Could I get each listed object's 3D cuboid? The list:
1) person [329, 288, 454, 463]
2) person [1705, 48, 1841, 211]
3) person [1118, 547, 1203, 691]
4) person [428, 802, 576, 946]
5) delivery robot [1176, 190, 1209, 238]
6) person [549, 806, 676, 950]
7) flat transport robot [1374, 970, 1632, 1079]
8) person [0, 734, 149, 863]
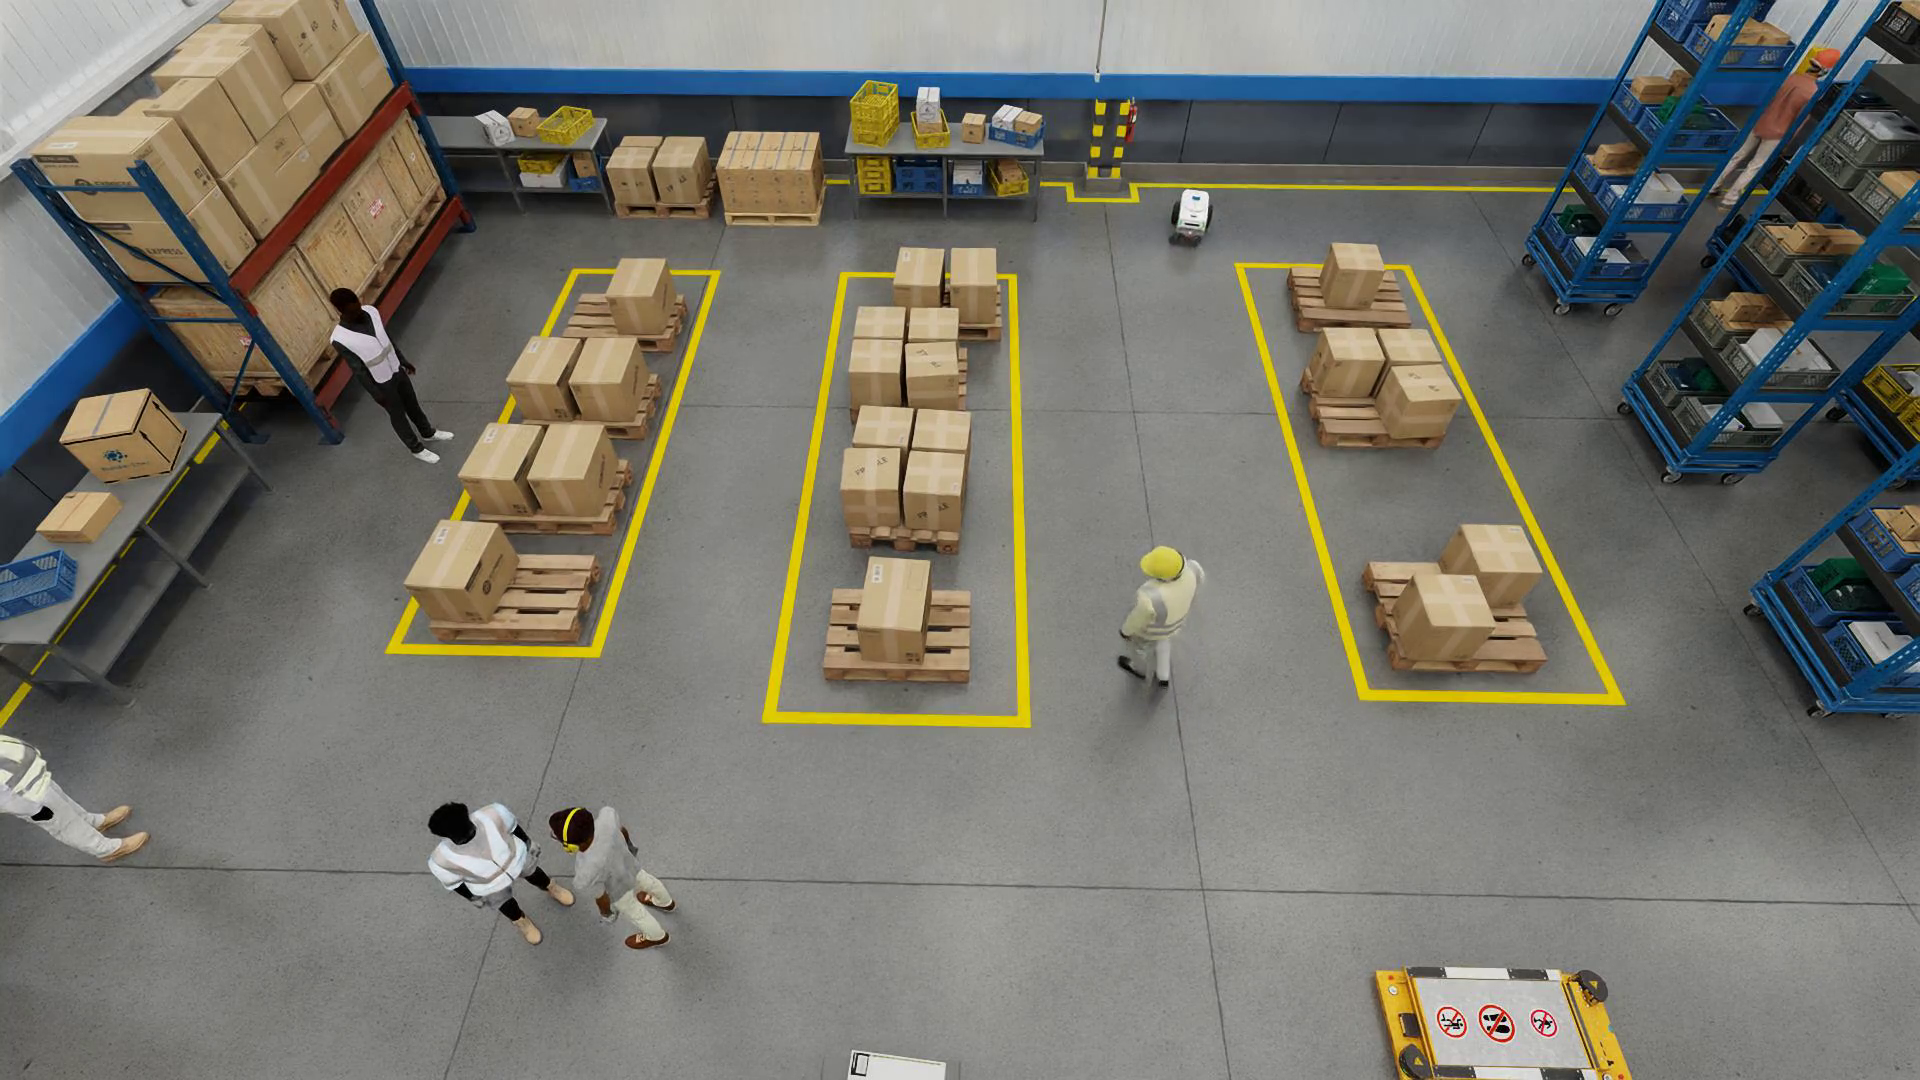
[{"bbox_3d":[-5.441,-1.564,8.691,0.393,1.916,0.591,4,51,4],"label":"person"},{"bbox_3d":[10.287,-5.163,11.583,0.414,1.985,0.616,-6,51,-5],"label":"person"},{"bbox_3d":[1.519,0.602,6.999,0.642,1.795,0.482,-28,56,-21],"label":"person"},{"bbox_3d":[-2.934,2.095,5.844,0.318,1.699,0.535,27,56,20],"label":"person"},{"bbox_3d":[2.956,-4.156,11.616,0.477,0.478,0.707,10,52,8],"label":"delivery robot"},{"bbox_3d":[-2.154,2.110,5.724,0.328,1.872,0.513,2,51,2],"label":"person"},{"bbox_3d":[3.501,3.133,5.914,1.431,0.197,0.652,1,51,1],"label":"flat transport robot"},{"bbox_3d":[-6.289,1.632,6.131,0.636,1.842,0.429,33,58,24],"label":"person"}]
